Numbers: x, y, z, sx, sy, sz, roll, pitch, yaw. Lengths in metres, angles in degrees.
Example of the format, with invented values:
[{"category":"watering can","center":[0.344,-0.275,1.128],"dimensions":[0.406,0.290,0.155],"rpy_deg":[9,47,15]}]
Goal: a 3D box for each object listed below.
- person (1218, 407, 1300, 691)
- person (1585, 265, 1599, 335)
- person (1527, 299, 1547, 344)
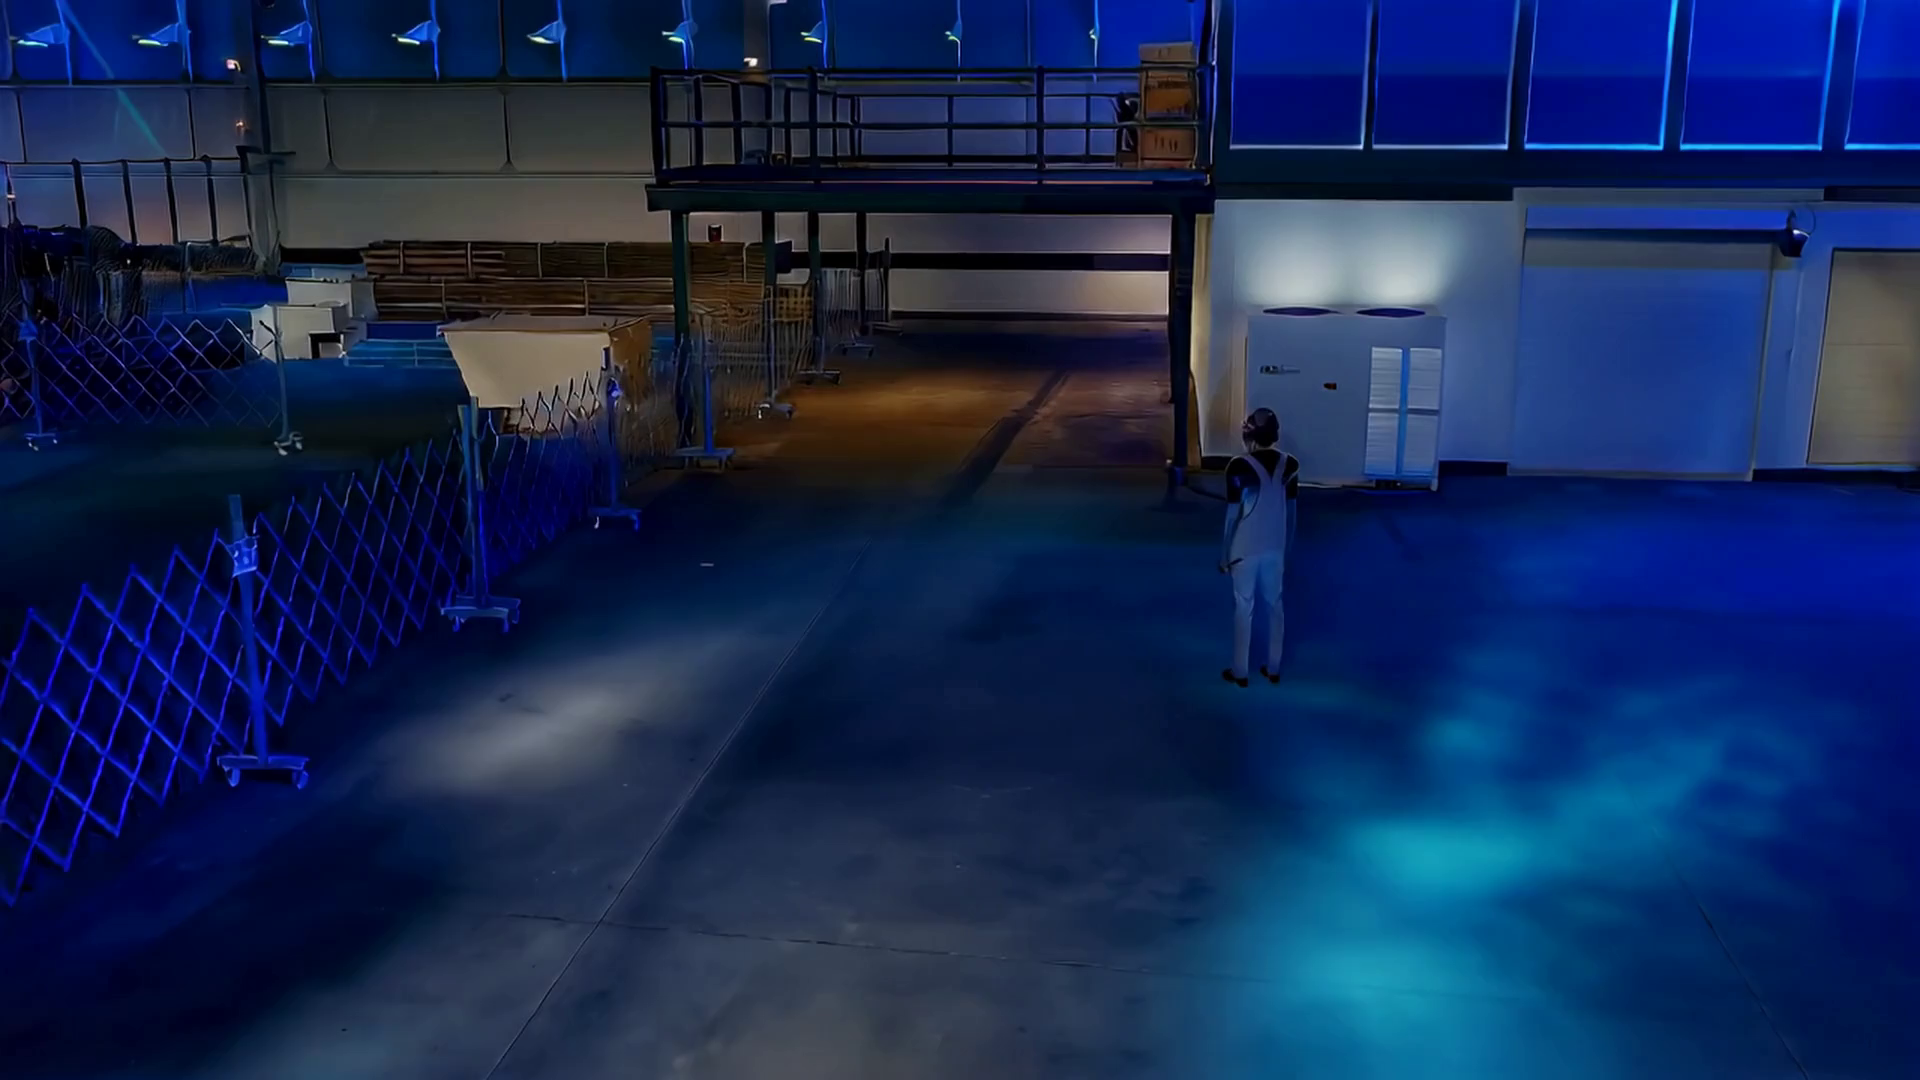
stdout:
[{"category":"person","center":[1.912,0.060,10.702],"dimensions":[0.504,1.847,0.345],"rpy_deg":[-4,14,-16]},{"category":"person","center":[9.294,-3.362,24.638],"dimensions":[0.521,1.865,0.319],"rpy_deg":[-11,17,-38]},{"category":"person","center":[6.658,-2.106,19.405],"dimensions":[0.409,1.907,0.651],"rpy_deg":[1,14,5]}]
